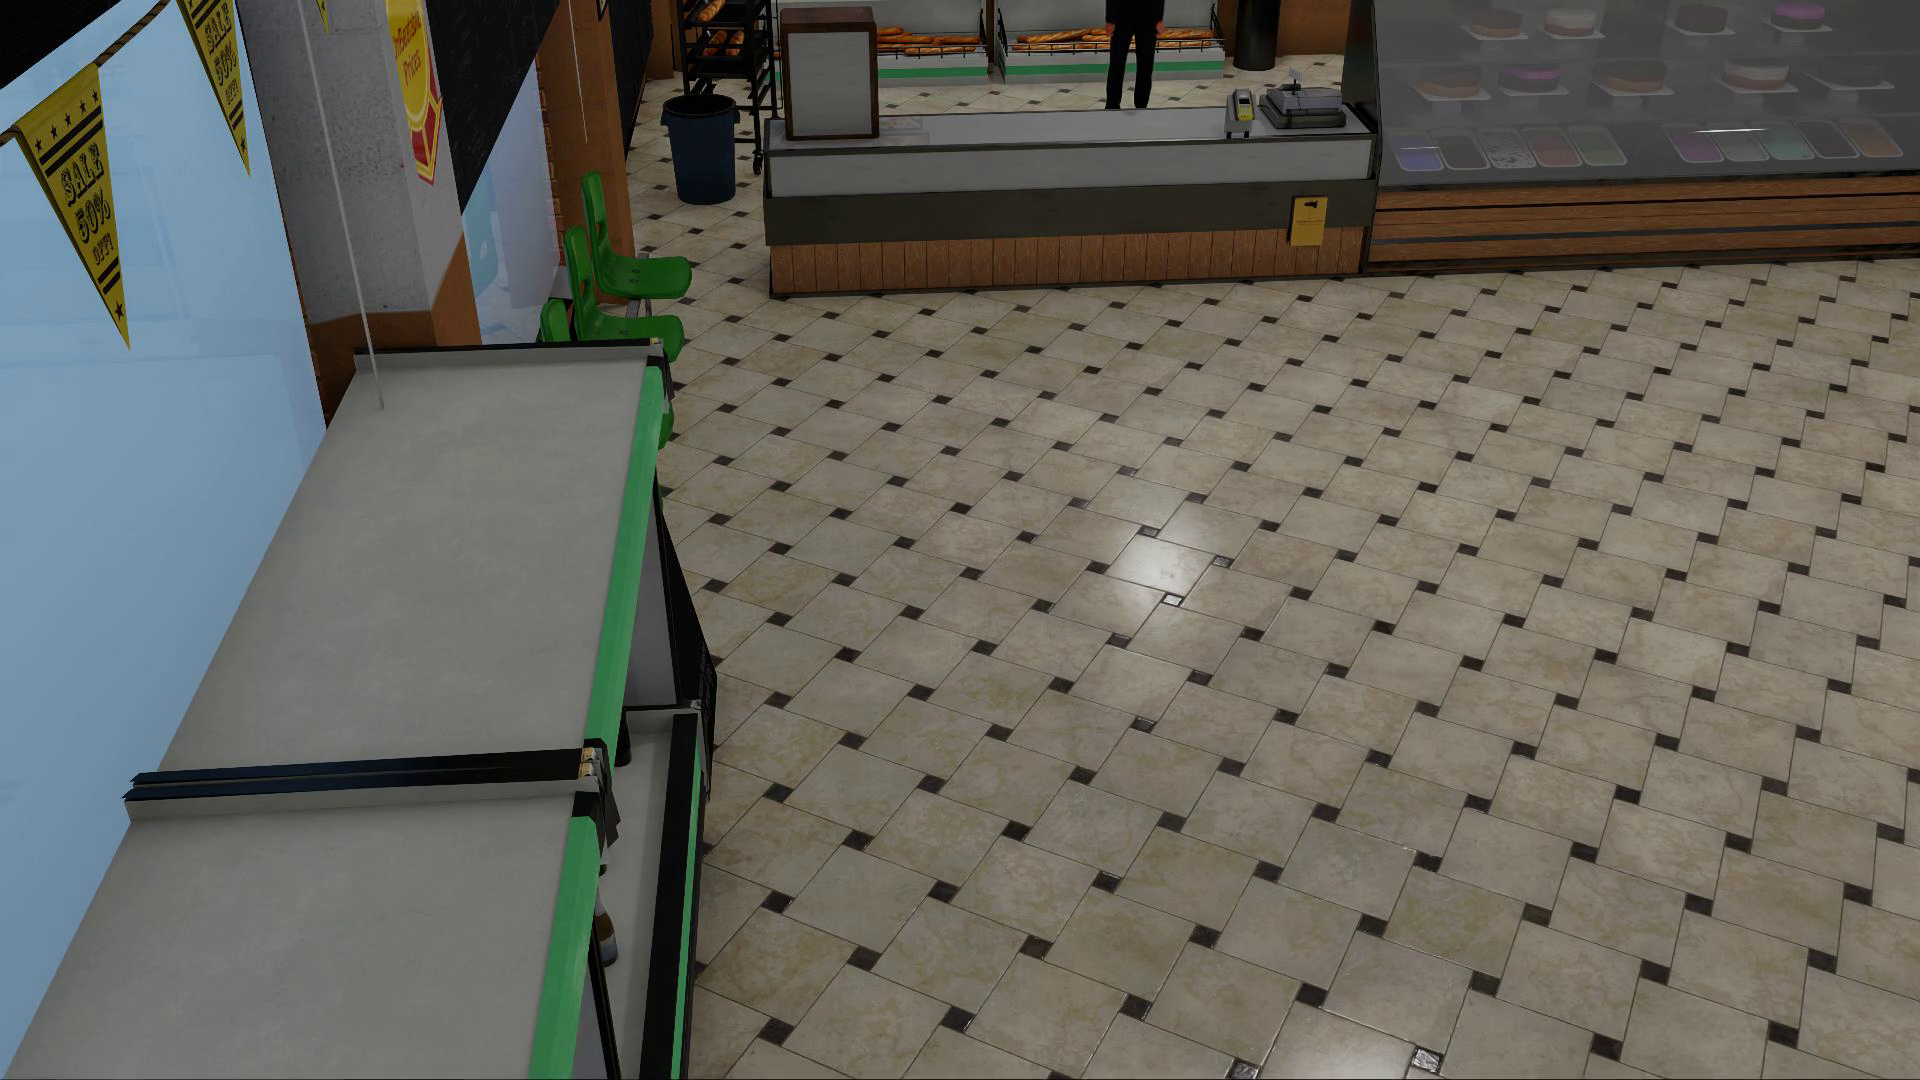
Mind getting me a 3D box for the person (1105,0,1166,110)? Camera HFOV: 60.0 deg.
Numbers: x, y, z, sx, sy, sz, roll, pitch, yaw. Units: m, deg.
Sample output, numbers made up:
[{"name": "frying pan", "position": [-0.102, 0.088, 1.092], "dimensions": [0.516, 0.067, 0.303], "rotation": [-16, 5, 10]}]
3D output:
[{"name": "person", "position": [1.425, -4.238, 13.465], "dimensions": [0.627, 1.867, 0.548], "rotation": [-3, 32, -4]}]
